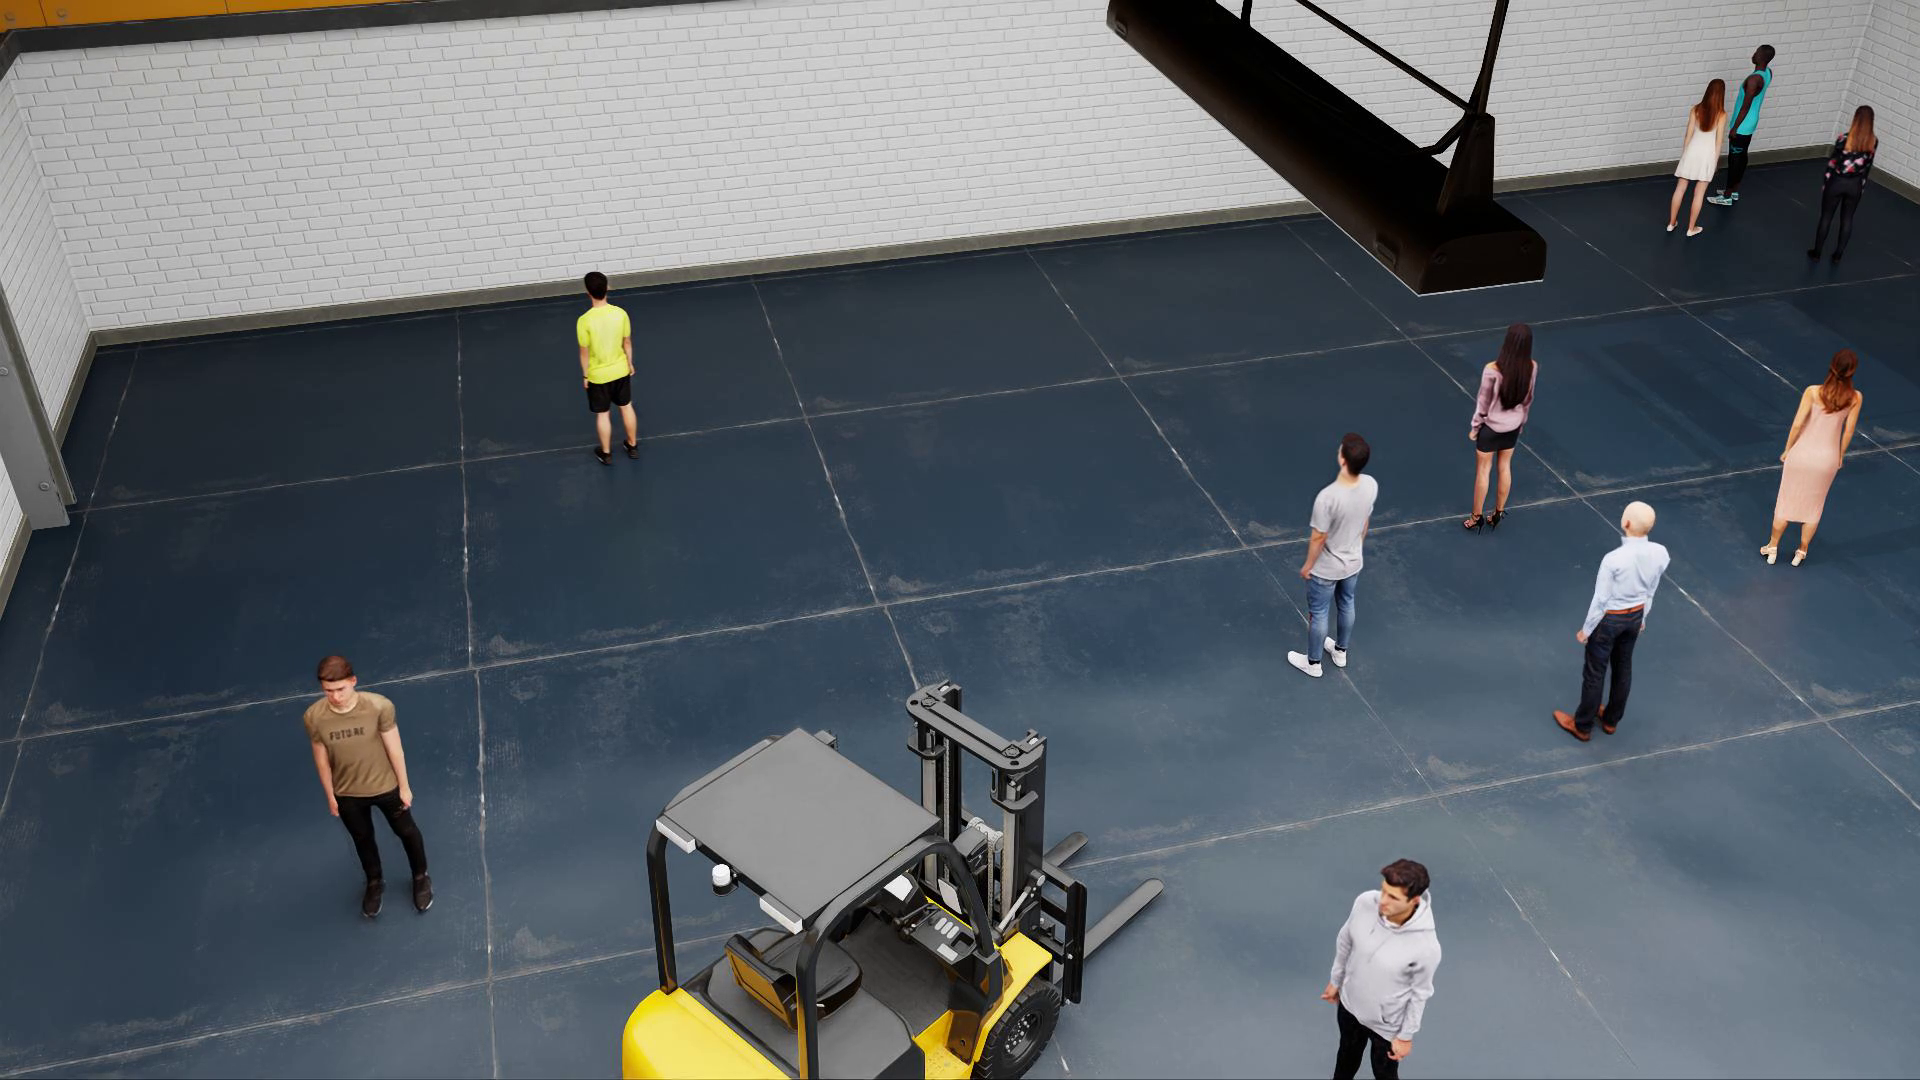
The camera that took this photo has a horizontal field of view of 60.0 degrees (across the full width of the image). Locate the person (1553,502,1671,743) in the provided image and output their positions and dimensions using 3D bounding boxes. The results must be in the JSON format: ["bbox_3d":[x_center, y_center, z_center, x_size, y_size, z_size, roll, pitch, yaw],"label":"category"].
[{"bbox_3d":[4.291,0.541,10.899,0.641,1.789,0.543,-10,35,-14],"label":"person"}]

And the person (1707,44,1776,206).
[{"bbox_3d":[8.847,-4.676,18.729,0.683,1.811,0.675,27,42,35],"label":"person"}]

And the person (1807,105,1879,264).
[{"bbox_3d":[9.260,-3.719,17.405,0.648,1.682,0.658,8,34,12],"label":"person"}]

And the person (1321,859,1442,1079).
[{"bbox_3d":[2.060,2.269,8.173,0.829,1.930,0.689,-24,41,-32],"label":"person"}]

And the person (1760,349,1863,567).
[{"bbox_3d":[6.463,-0.614,12.600,0.661,1.831,0.687,11,35,15],"label":"person"}]

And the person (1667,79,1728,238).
[{"bbox_3d":[8.018,-4.156,18.036,0.623,1.712,0.707,26,42,33],"label":"person"}]

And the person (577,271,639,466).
[{"bbox_3d":[-2.956,-1.438,13.952,0.668,1.706,0.638,-20,39,-28],"label":"person"}]

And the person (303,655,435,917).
[{"bbox_3d":[-3.403,1.395,9.560,0.654,1.849,0.562,-6,34,-9],"label":"person"}]

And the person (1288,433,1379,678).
[{"bbox_3d":[2.599,0.104,11.466,0.729,1.890,0.668,-18,38,-25],"label":"person"}]

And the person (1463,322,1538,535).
[{"bbox_3d":[4.216,-0.864,12.994,0.635,1.811,0.533,-6,34,-9],"label":"person"}]
